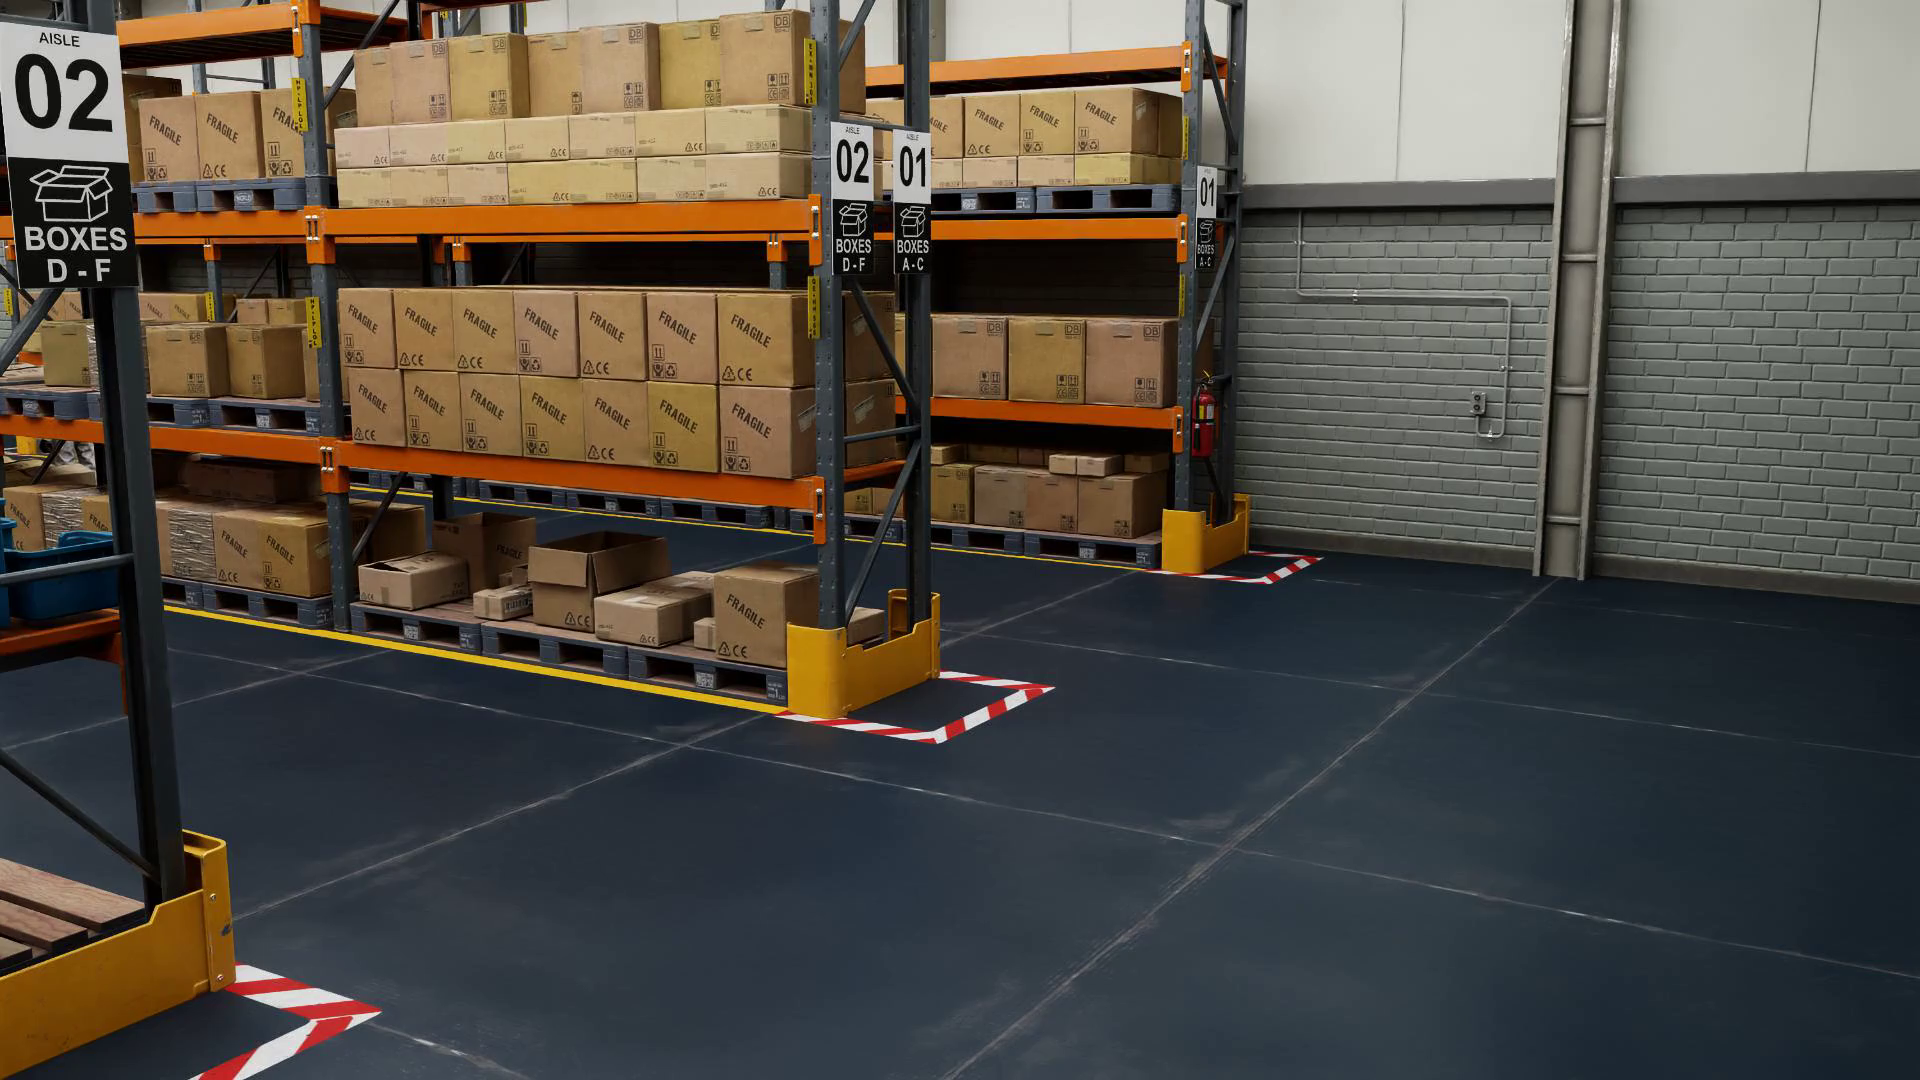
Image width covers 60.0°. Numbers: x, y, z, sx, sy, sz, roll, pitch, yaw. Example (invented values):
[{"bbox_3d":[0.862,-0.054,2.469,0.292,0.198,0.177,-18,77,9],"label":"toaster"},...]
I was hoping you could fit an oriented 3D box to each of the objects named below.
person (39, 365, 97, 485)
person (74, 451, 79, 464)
[{"bbox_3d":[-8.083,-0.978,15.125,0.342,1.882,0.586,6,11,30],"label":"person"},{"bbox_3d":[-10.185,-1.521,19.067,0.280,1.624,0.493,0,10,-2],"label":"person"}]
